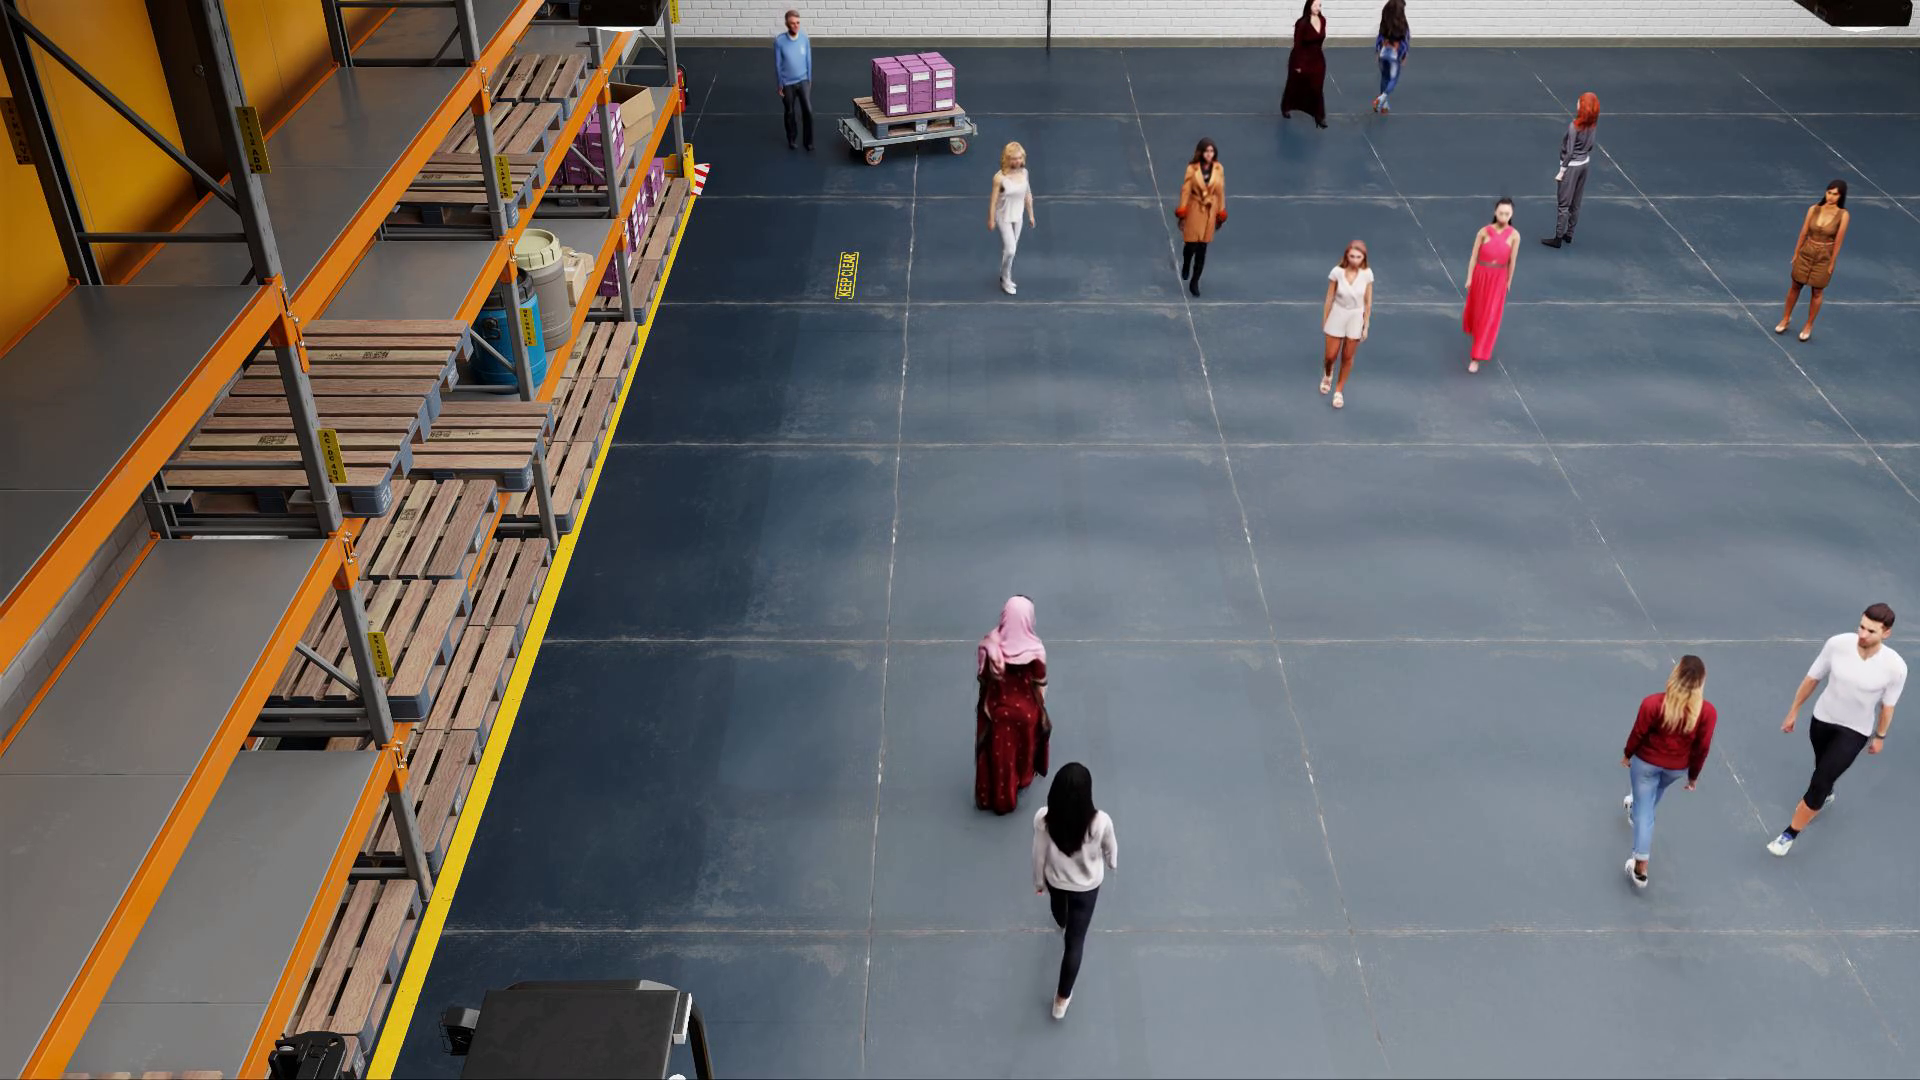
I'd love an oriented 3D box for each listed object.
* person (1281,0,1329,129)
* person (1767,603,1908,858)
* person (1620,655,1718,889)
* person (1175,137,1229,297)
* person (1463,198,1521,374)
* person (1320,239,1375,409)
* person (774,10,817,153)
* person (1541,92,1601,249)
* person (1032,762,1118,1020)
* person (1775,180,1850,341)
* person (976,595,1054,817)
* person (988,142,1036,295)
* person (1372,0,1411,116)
[{"bbox_3d":[4.519,-6.335,22.040,1.023,1.698,1.243,-17,37,-23],"label":"person"},{"bbox_3d":[5.701,1.143,10.691,1.214,1.807,1.227,-24,40,-31],"label":"person"},{"bbox_3d":[4.395,1.456,10.417,0.694,1.589,1.106,4,34,7],"label":"person"},{"bbox_3d":[2.534,-3.462,17.705,0.740,1.712,0.754,-3,34,-4],"label":"person"},{"bbox_3d":[5.193,-2.555,16.360,0.839,1.690,1.174,11,35,17],"label":"person"},{"bbox_3d":[3.639,-2.086,15.659,0.613,1.685,0.674,5,34,7],"label":"person"},{"bbox_3d":[-2.161,-5.911,21.321,0.808,1.789,0.945,-10,35,-15],"label":"person"},{"bbox_3d":[6.900,-4.162,18.698,0.662,1.779,0.680,-20,39,-27],"label":"person"},{"bbox_3d":[0.628,2.026,9.504,0.809,1.652,1.162,8,34,12],"label":"person"},{"bbox_3d":[8.640,-2.838,16.789,0.631,1.686,0.689,28,43,36],"label":"person"},{"bbox_3d":[0.325,1.109,10.910,0.695,1.621,0.793,0,34,0],"label":"person"},{"bbox_3d":[0.489,-3.496,17.811,0.771,1.651,0.828,-24,41,-32],"label":"person"},{"bbox_3d":[5.740,-6.448,22.294,0.896,1.604,0.997,21,39,29],"label":"person"}]
